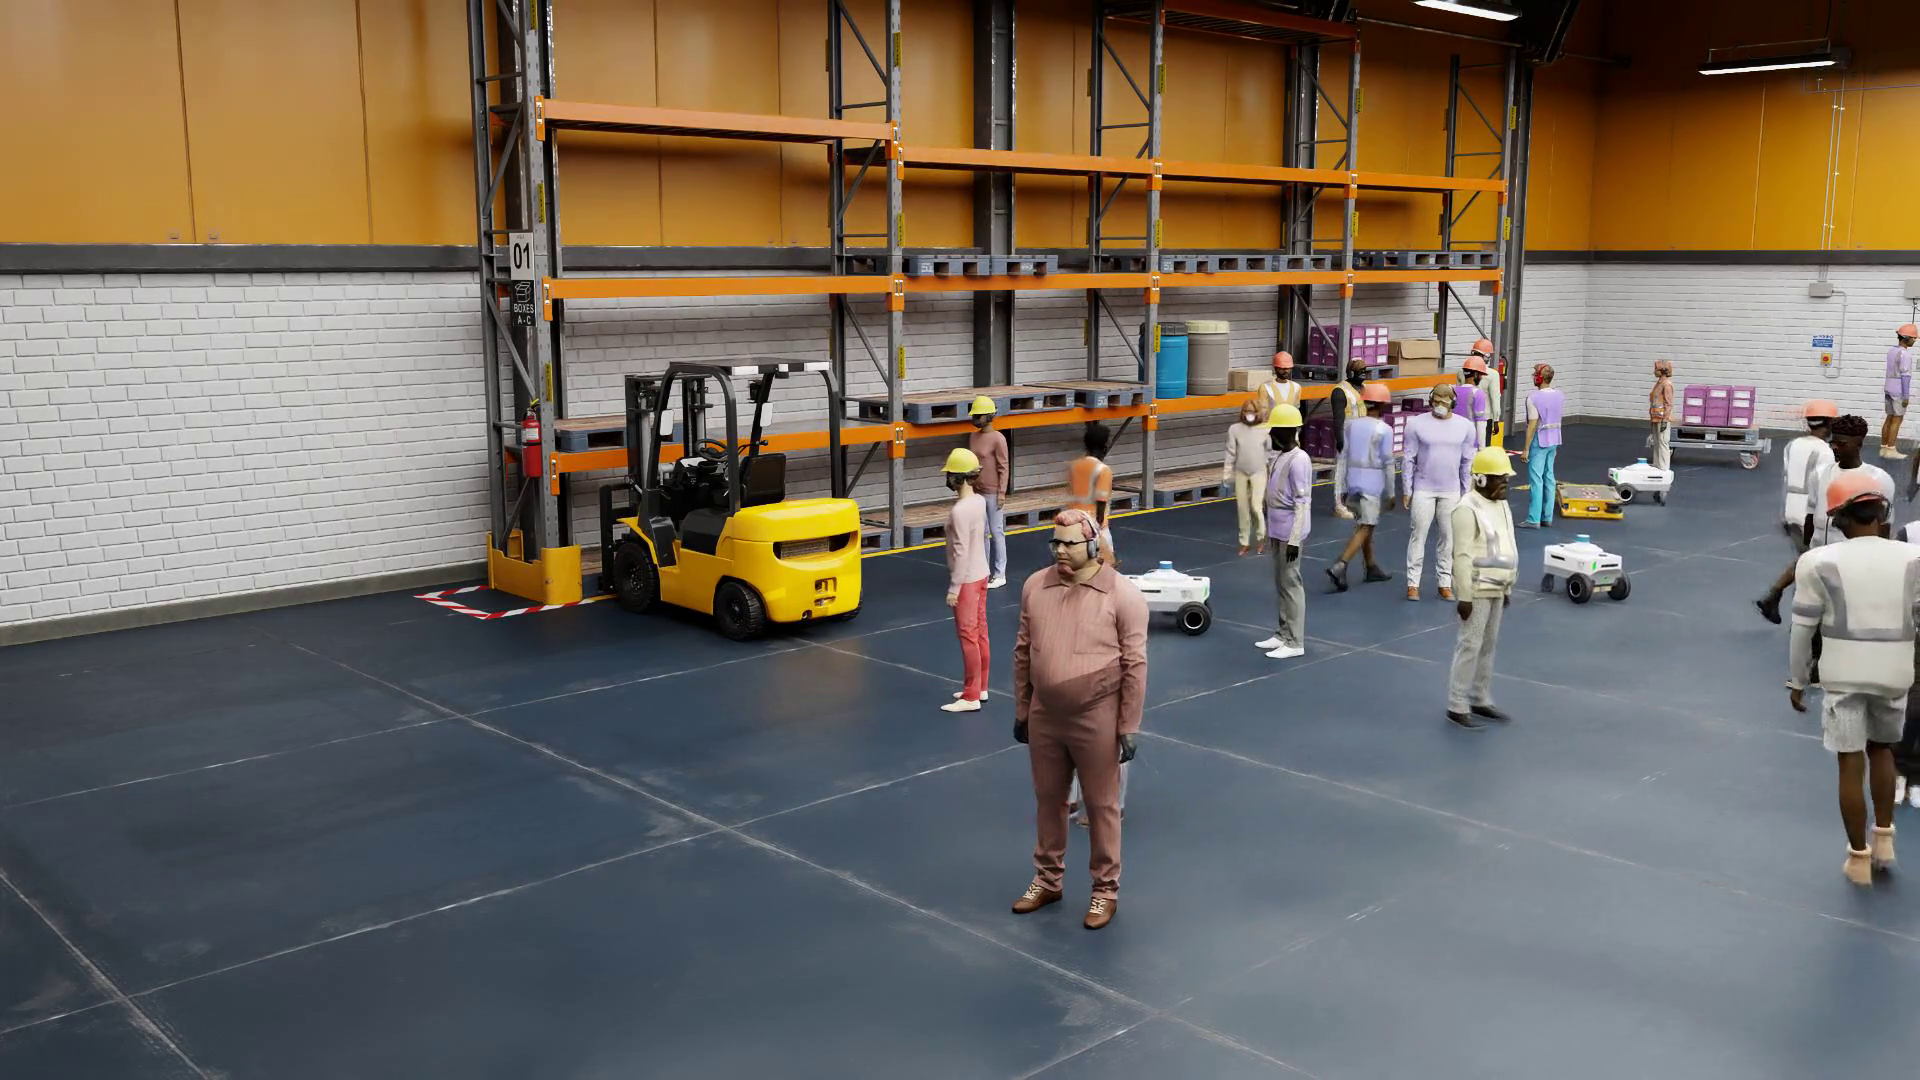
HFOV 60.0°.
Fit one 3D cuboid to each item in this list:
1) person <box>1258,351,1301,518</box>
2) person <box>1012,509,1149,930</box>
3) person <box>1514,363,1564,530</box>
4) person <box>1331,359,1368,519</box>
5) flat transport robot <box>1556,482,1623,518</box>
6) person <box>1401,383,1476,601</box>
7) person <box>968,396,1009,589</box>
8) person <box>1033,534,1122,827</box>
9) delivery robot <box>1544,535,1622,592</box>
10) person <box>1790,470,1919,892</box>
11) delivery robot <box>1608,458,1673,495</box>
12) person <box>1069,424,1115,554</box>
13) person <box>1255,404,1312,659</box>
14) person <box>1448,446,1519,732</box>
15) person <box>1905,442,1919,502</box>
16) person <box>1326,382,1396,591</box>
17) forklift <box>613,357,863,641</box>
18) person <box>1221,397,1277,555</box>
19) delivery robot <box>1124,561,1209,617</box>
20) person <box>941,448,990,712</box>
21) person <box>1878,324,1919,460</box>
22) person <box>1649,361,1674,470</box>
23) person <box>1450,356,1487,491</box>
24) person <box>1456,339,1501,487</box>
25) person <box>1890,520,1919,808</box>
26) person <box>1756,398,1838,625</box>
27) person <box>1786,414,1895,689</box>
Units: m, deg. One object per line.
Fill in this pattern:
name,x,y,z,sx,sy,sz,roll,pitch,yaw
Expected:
person,3.720,-1.224,19.344,0.543,1.939,0.371,-3,10,-17
person,0.516,0.804,7.564,0.653,1.906,0.408,6,11,31
person,6.472,-1.035,18.499,0.565,1.850,0.390,-7,12,-36
person,4.588,-1.180,19.373,0.627,1.844,0.429,-8,13,-40
flat transport robot,7.483,-0.480,19.805,0.652,0.197,1.431,2,11,16
person,4.203,-0.420,14.655,0.627,1.934,0.370,1,10,5
person,0.226,-0.434,15.224,0.328,1.767,0.532,-7,12,-36
person,0.614,0.741,8.756,0.583,1.610,0.531,-5,11,-25
delivery robot,5.535,0.197,14.795,0.477,0.478,0.707,-3,10,-19
person,4.370,0.670,8.053,0.677,2.003,0.614,3,10,15
delivery robot,8.353,-0.762,20.409,0.707,0.478,0.477,1,10,5
person,1.012,-0.131,13.793,0.779,1.663,0.533,-7,12,-36
person,2.457,-0.066,12.597,0.372,1.925,0.596,0,10,-2
person,3.378,0.302,10.719,0.404,1.830,0.600,8,13,40
person,9.073,-0.524,15.572,0.886,1.839,0.506,1,10,8
person,3.676,-0.492,15.211,0.927,1.901,0.543,-7,12,-35
forklift,-1.847,-0.414,13.852,1.214,2.155,2.313,-9,13,-42
person,2.938,-0.637,16.845,0.517,1.618,0.390,5,11,28
delivery robot,1.665,0.416,13.515,0.707,0.478,0.477,1,10,7
person,0.029,0.268,11.109,0.320,1.769,0.523,3,10,17
person,14.057,-2.211,24.869,0.405,2.030,0.612,1,10,6
person,9.432,-1.595,22.392,0.310,1.638,0.523,1,10,8
person,5.671,-1.079,18.527,0.375,1.928,0.542,-5,11,-25
person,6.553,-1.540,21.027,0.391,1.992,0.623,-8,13,-40
person,5.375,0.551,9.081,0.627,1.891,0.486,3,10,15
person,6.777,-0.178,13.299,0.480,1.911,0.574,-1,10,-5
person,6.062,0.111,11.448,0.361,1.964,0.617,-5,11,-27
